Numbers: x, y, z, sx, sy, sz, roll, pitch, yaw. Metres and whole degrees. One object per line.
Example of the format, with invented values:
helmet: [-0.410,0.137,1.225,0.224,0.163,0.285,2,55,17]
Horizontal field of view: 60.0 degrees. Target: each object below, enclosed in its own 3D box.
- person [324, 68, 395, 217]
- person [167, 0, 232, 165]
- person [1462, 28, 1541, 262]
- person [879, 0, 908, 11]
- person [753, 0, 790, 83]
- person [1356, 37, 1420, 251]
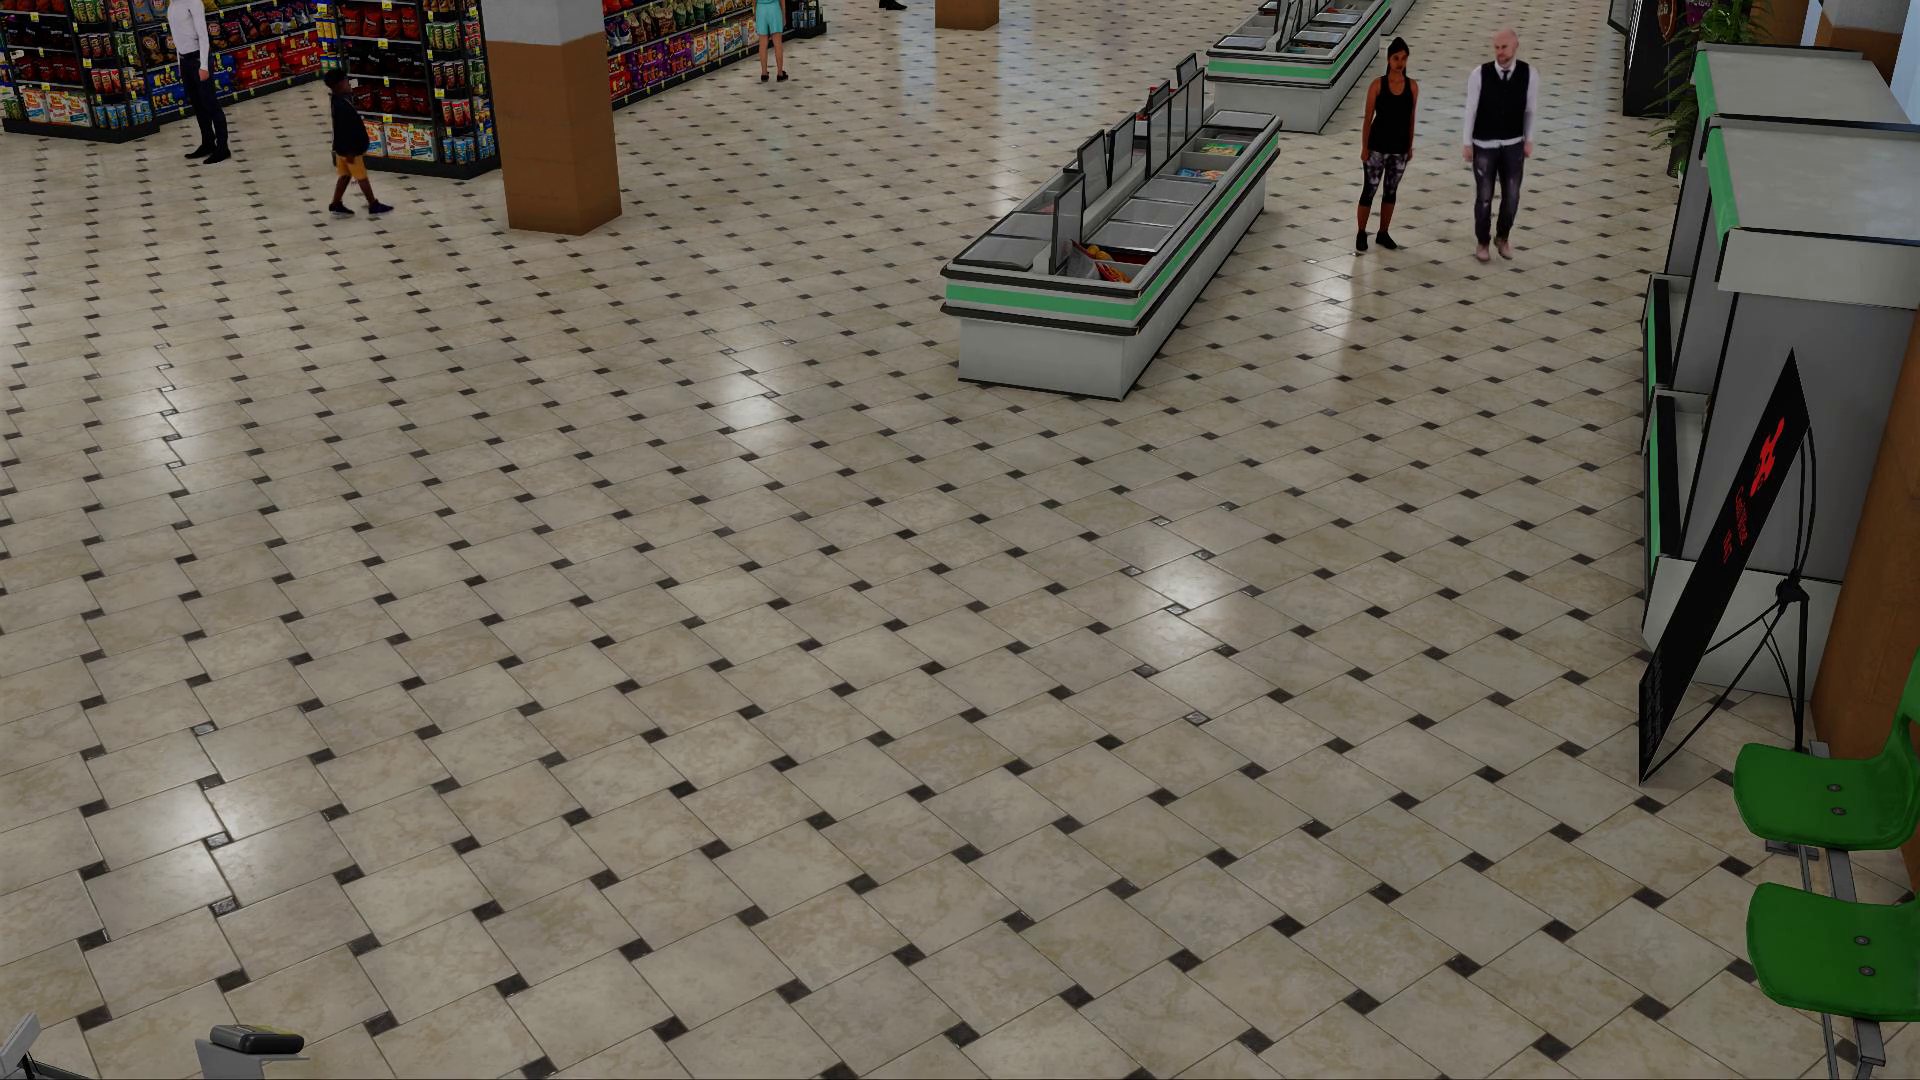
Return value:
person: [-5.263,-3.358,14.139,0.855,1.256,0.773,-15,31,-27]
person: [-7.286,-4.576,15.864,0.688,1.868,0.687,20,33,34]
person: [4.172,-3.080,12.994,0.746,1.795,0.667,4,27,8]
person: [-1.025,-8.561,23.691,0.797,1.896,0.737,-12,29,-22]
person: [-2.211,-6.104,19.220,0.602,1.558,0.603,2,27,4]
person: [3.415,-3.158,13.294,0.660,1.663,0.662,-4,27,-8]
